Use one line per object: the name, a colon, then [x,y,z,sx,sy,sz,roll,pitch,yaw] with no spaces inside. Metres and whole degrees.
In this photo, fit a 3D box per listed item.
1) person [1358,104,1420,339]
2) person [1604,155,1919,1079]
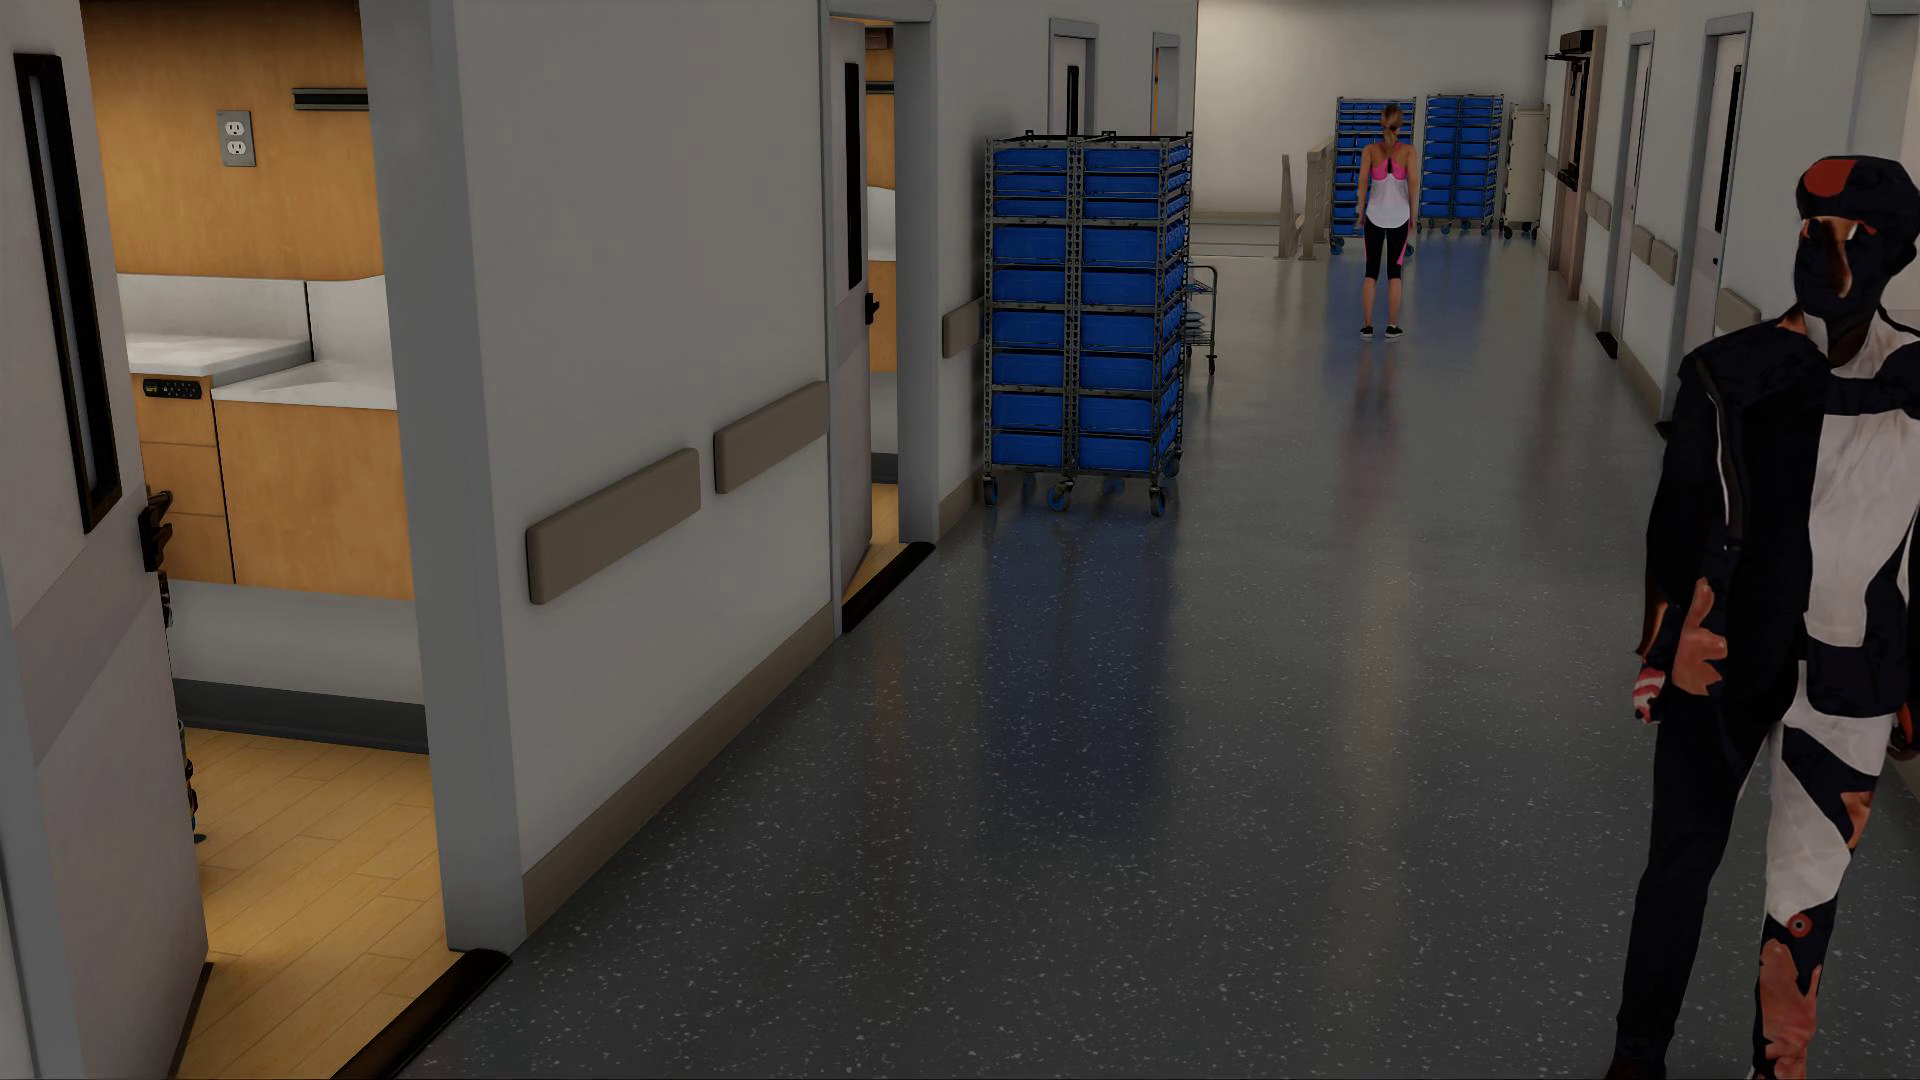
person: [3.324,-2.481,12.969,0.607,1.788,0.526,5,17,18]
person: [1.536,0.244,3.113,0.693,1.892,0.609,6,17,20]
